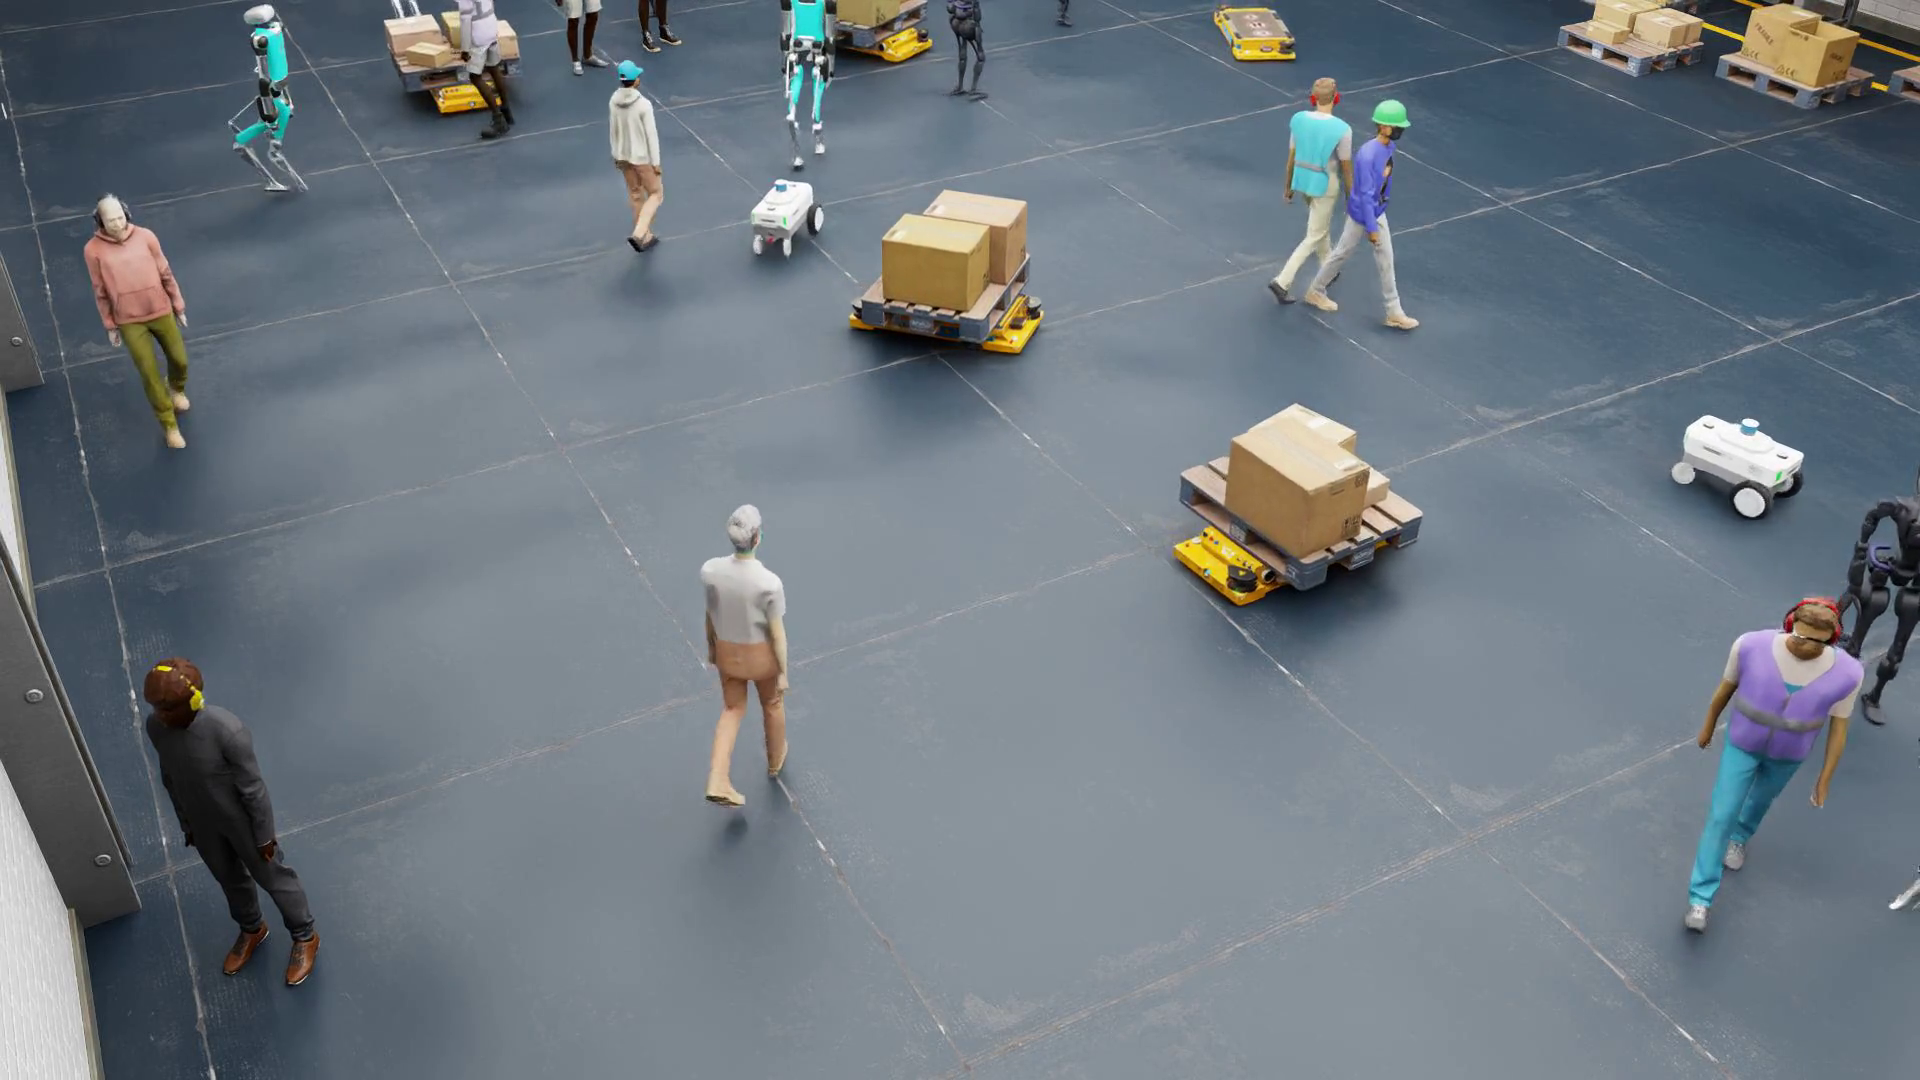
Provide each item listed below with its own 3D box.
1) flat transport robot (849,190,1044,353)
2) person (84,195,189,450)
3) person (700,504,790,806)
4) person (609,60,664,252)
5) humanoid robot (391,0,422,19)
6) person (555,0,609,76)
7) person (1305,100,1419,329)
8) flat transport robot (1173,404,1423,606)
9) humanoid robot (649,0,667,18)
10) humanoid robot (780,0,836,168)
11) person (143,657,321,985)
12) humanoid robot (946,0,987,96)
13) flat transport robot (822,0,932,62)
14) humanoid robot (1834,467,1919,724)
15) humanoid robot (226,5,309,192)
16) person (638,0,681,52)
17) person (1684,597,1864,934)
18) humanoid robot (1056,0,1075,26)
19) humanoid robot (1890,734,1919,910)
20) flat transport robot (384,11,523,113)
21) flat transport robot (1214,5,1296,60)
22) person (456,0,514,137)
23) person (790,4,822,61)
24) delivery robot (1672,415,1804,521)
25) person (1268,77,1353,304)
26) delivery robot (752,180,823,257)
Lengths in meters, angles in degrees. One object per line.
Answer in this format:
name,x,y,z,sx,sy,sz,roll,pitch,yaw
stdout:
flat transport robot,-0.105,-1.816,13.308,1.431,0.231,0.659,11,37,16
person,-5.691,-1.566,11.599,0.538,1.822,0.687,-20,40,-26
person,-1.123,0.630,8.548,0.487,1.724,0.692,8,36,12
person,-2.755,-3.211,14.087,0.504,1.653,0.573,14,37,19
humanoid robot,-6.485,-6.773,19.079,0.530,1.757,0.724,-22,41,-28
person,-4.085,-5.951,17.779,0.494,1.921,0.610,24,42,30
person,3.215,-2.554,13.019,0.983,1.824,0.464,29,44,35
flat transport robot,2.145,-0.029,10.758,1.431,0.231,0.659,-20,40,-26
humanoid robot,-3.647,-6.914,19.367,0.368,1.647,0.608,-3,35,-4
humanoid robot,-1.454,-4.365,15.689,0.556,1.783,0.885,3,35,4
person,-3.311,1.266,7.522,0.490,1.866,0.353,7,36,11
humanoid robot,0.073,-5.430,17.239,0.373,1.655,0.600,-16,38,-21
flat transport robot,-1.091,-5.733,18.901,1.431,0.231,0.659,21,40,27
humanoid robot,5.192,0.227,9.168,0.616,1.649,0.502,12,37,16
humanoid robot,-6.353,-3.896,15.044,0.748,1.836,0.538,1,35,1
person,-3.420,-6.447,18.444,0.368,1.966,0.603,26,42,32
person,3.841,1.043,7.901,0.574,1.791,0.962,11,37,16
humanoid robot,1.308,-6.837,19.265,0.605,1.652,0.541,-25,42,-31
humanoid robot,4.902,1.085,7.923,0.838,1.796,0.530,-5,35,-8
flat transport robot,-5.342,-4.900,17.712,0.659,0.231,1.431,-15,38,-20
flat transport robot,3.362,-5.796,18.991,0.659,0.231,1.431,-2,35,-3
person,-4.717,-4.988,16.417,0.408,1.909,0.710,6,36,9
person,-1.728,-6.198,18.159,0.574,1.883,0.362,17,39,23
delivery robot,5.261,-0.542,11.230,0.499,0.583,0.767,-27,43,-33
person,2.863,-2.817,13.419,0.906,1.787,0.633,-25,42,-31
delivery robot,-1.547,-2.850,14.528,0.499,0.586,0.765,9,36,13
